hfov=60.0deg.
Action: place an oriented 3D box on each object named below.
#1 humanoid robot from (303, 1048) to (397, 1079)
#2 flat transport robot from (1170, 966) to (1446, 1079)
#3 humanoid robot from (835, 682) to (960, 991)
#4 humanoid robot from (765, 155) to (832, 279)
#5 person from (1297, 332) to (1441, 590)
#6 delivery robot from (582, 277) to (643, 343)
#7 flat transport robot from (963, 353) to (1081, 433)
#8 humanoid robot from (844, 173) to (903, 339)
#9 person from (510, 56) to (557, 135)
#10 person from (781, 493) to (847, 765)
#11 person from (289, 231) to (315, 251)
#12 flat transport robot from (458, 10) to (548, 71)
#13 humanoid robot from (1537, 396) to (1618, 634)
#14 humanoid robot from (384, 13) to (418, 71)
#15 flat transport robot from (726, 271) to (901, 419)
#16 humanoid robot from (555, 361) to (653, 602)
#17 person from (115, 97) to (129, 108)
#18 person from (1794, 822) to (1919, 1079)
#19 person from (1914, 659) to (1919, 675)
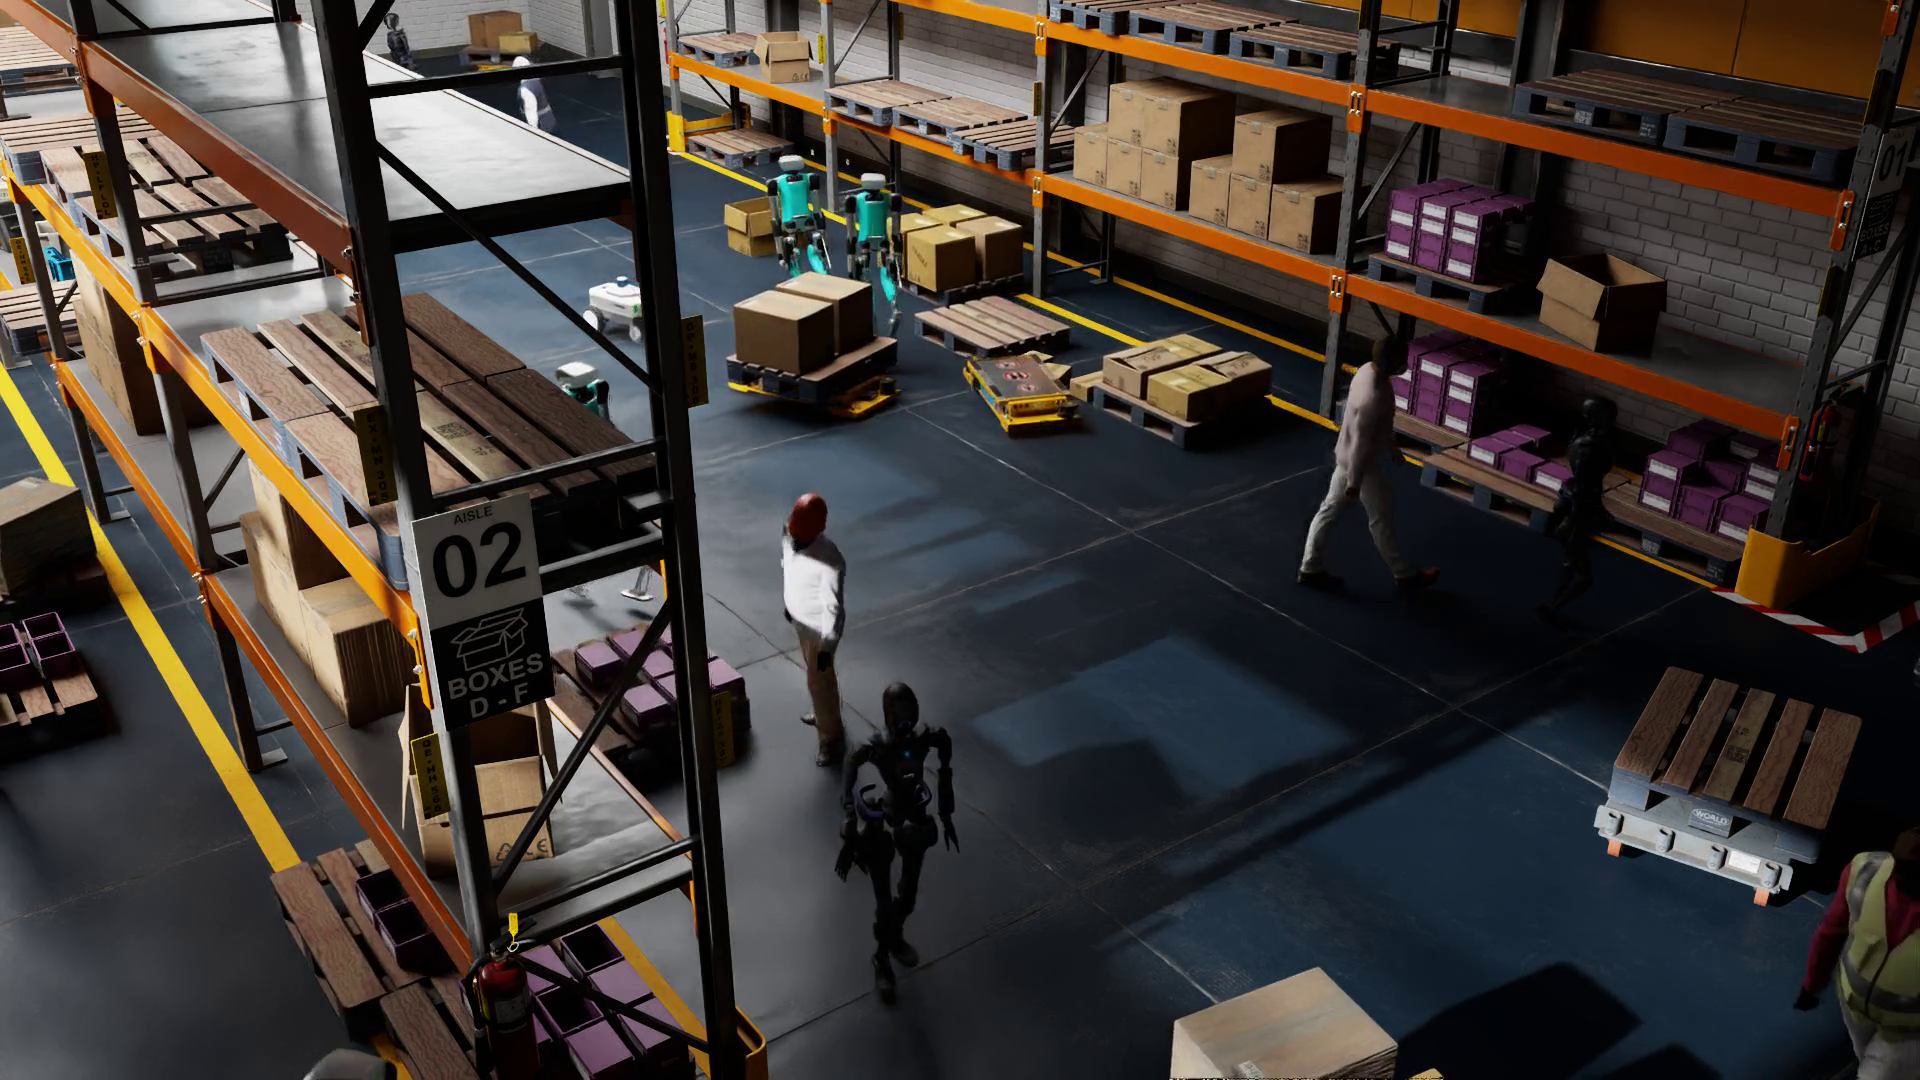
[{"bbox_3d":[-1.671,2.446,5.491,0.787,1.783,0.536,4,27,7],"label":"humanoid robot"},{"bbox_3d":[1.256,2.800,6.417,1.431,0.231,0.659,-13,29,-24],"label":"flat transport robot"},{"bbox_3d":[-0.292,1.338,7.766,0.608,1.641,0.401,-11,29,-21],"label":"humanoid robot"},{"bbox_3d":[-1.433,-2.667,15.697,0.532,1.776,0.864,-12,29,-23],"label":"humanoid robot"},{"bbox_3d":[2.826,-0.506,11.193,1.009,1.878,0.616,2,27,4],"label":"person"},{"bbox_3d":[-3.286,-2.258,16.177,0.784,0.609,0.499,19,33,33],"label":"delivery robot"},{"bbox_3d":[0.527,-1.311,14.595,0.659,0.231,1.431,-7,28,-14],"label":"flat transport robot"},{"bbox_3d":[-0.745,-2.400,15.153,0.530,1.735,1.022,-4,27,-8],"label":"humanoid robot"},{"bbox_3d":[-5.175,-5.077,20.487,0.906,1.709,0.806,1,27,1],"label":"person"},{"bbox_3d":[-0.821,0.459,9.478,0.417,1.706,0.627,-15,31,-28],"label":"person"},{"bbox_3d":[-5.841,-2.197,14.719,0.348,1.743,0.554,19,32,33],"label":"person"},{"bbox_3d":[-7.574,-7.869,27.639,0.659,0.231,1.431,1,27,2],"label":"flat transport robot"},{"bbox_3d":[4.023,-0.165,10.751,0.344,1.650,0.599,16,31,29],"label":"humanoid robot"},{"bbox_3d":[-7.874,-6.688,23.730,0.428,1.636,0.616,-21,33,-35],"label":"humanoid robot"},{"bbox_3d":[-1.296,-1.390,14.752,1.431,0.231,0.659,16,31,29],"label":"flat transport robot"},{"bbox_3d":[-2.322,-0.305,10.968,0.992,1.755,0.556,15,30,27],"label":"humanoid robot"},{"bbox_3d":[-10.665,-5.408,20.825,0.610,1.996,0.377,4,27,8],"label":"person"},{"bbox_3d":[3.652,1.871,6.581,1.003,1.792,0.654,-14,30,-26],"label":"person"},{"bbox_3d":[6.195,0.044,10.030,0.430,1.948,0.498,4,27,7],"label":"person"}]
